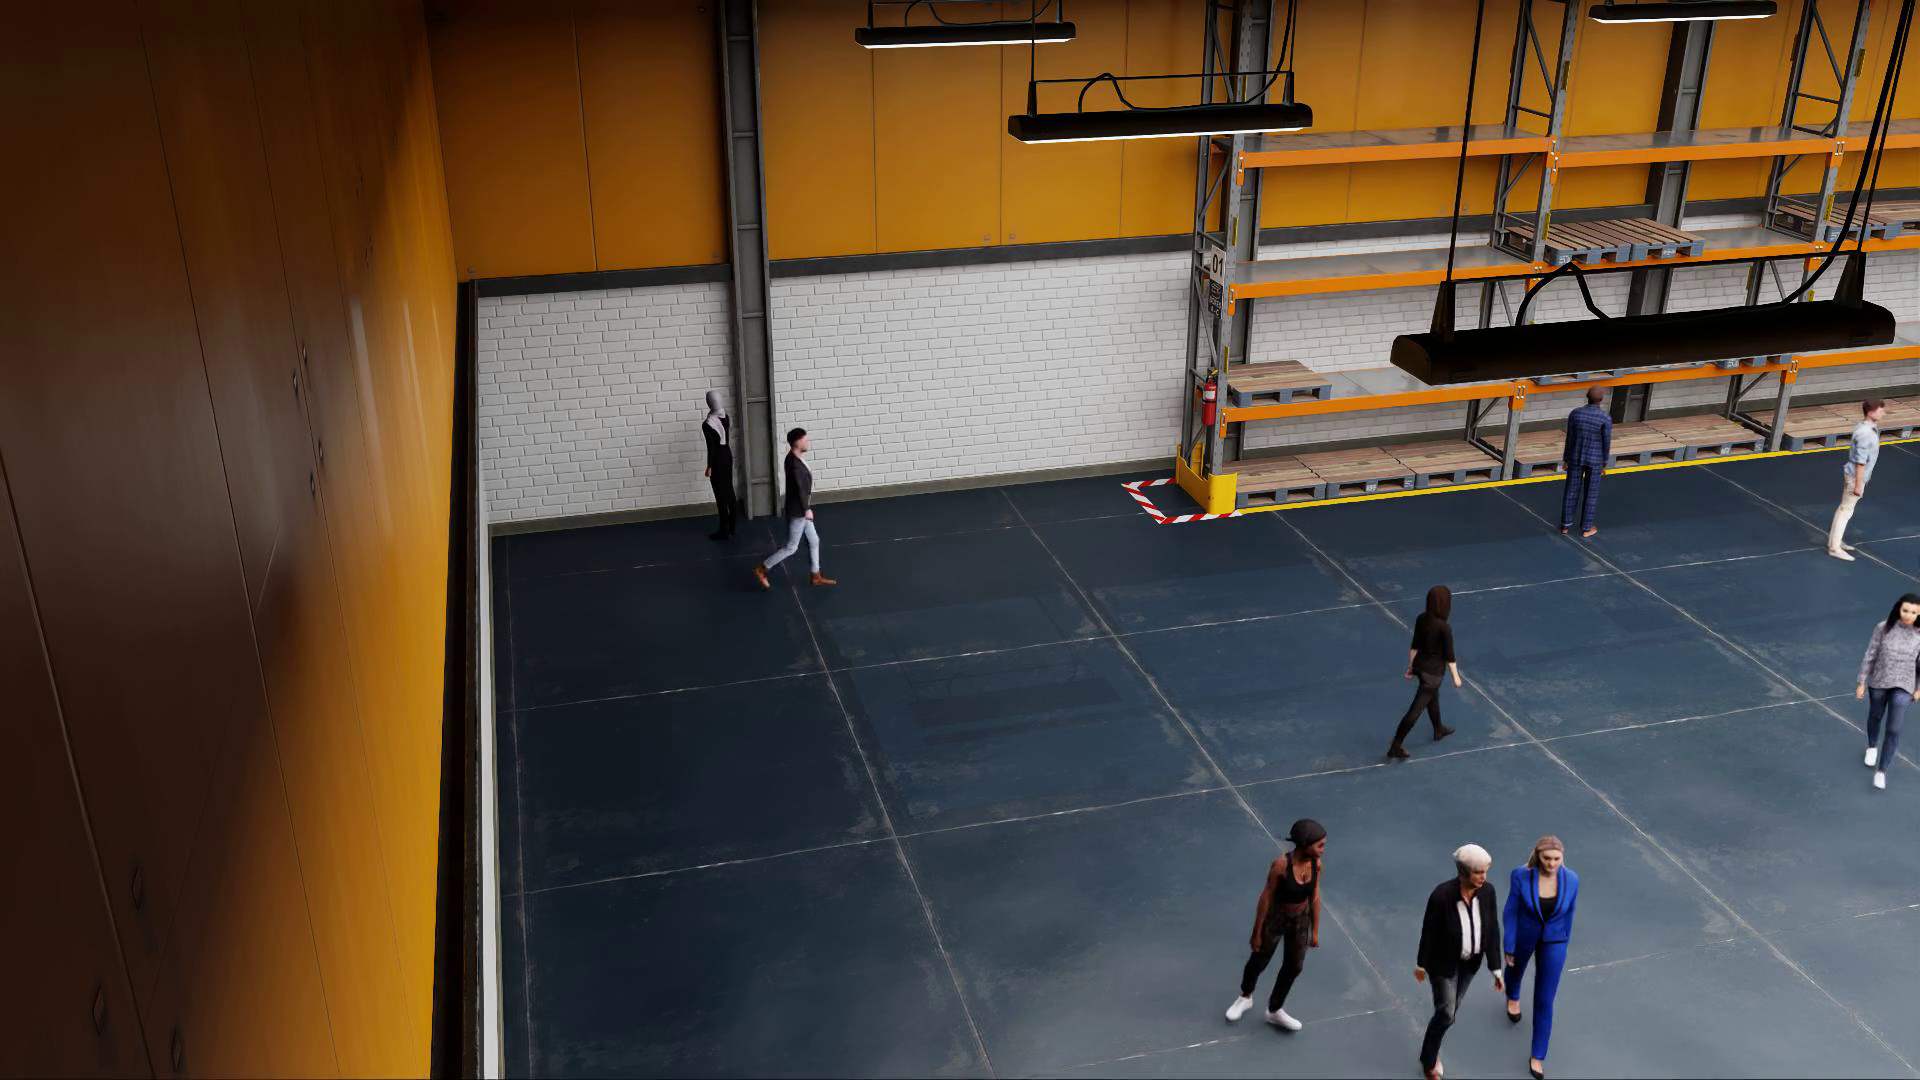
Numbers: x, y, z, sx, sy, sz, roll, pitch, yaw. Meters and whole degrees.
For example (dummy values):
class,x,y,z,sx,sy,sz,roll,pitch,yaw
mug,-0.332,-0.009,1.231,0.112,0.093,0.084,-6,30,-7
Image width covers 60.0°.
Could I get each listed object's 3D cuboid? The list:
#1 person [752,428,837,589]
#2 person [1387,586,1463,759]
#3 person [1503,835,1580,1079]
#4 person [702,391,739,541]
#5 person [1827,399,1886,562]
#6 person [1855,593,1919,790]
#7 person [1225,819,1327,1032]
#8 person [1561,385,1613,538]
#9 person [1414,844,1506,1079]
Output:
class,x,y,z,sx,sy,sz,roll,pitch,yaw
person,-1.817,-0.291,17.773,1.182,1.802,0.809,-1,24,-2
person,4.056,1.202,14.608,1.094,1.601,0.666,-10,25,-21
person,3.852,2.661,11.210,1.170,1.649,1.015,4,24,10
person,-2.744,-0.861,19.105,0.722,1.780,0.680,10,26,22
person,10.059,-0.710,18.675,0.781,1.847,0.721,13,27,27
person,8.085,1.225,14.430,1.030,1.701,1.113,15,28,30
person,2.168,2.613,11.300,0.601,1.666,0.768,-4,24,-8
person,7.233,-0.926,19.205,0.761,1.819,0.817,14,27,28
person,3.195,2.723,10.795,0.743,1.756,0.699,-6,24,-12
